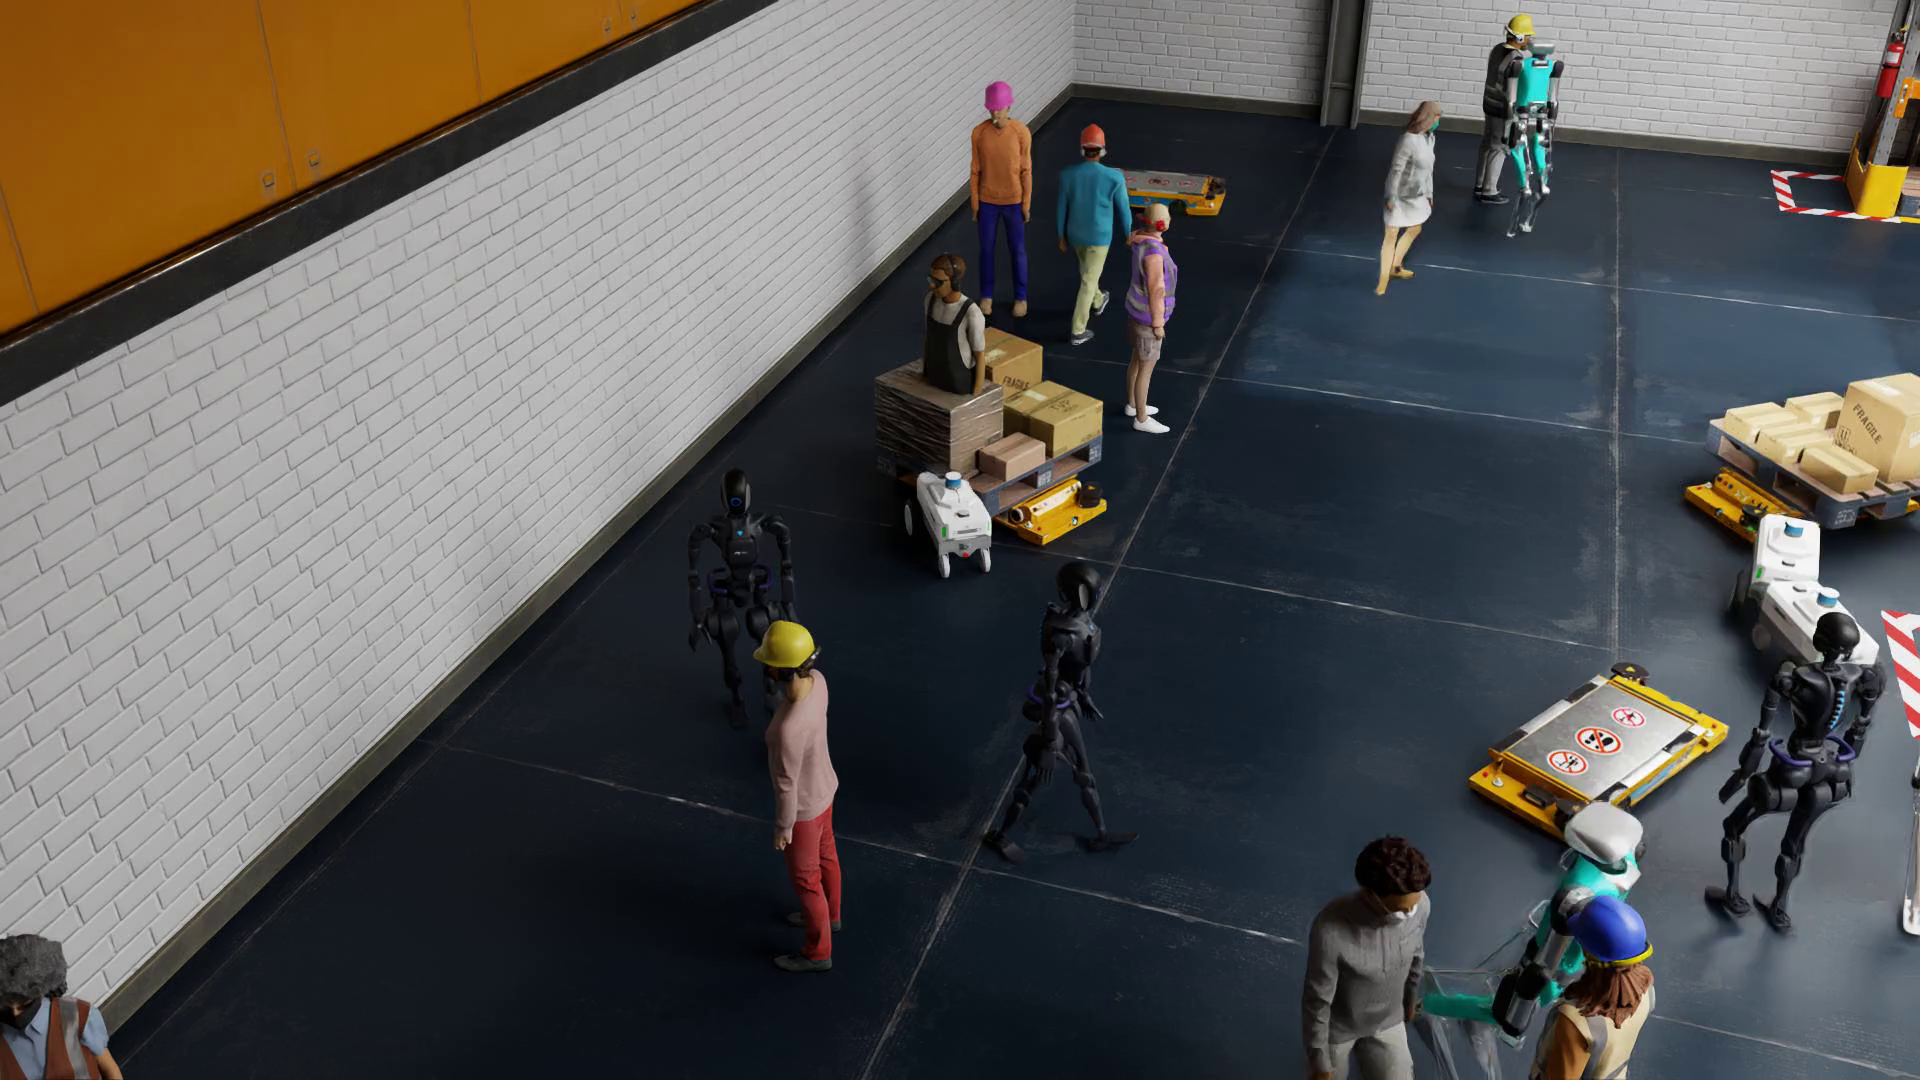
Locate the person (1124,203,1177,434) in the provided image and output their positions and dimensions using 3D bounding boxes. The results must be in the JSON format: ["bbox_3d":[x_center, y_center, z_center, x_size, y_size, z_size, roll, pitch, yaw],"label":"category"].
[{"bbox_3d":[1.354,-1.596,11.934,0.345,1.694,0.482,-4,31,-6],"label":"person"}]

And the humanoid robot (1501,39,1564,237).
[{"bbox_3d":[5.357,-3.657,15.429,0.546,1.800,0.811,-6,31,-10],"label":"humanoid robot"}]

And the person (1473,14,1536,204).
[{"bbox_3d":[5.312,-4.208,16.256,0.403,1.821,0.593,-3,31,-5],"label":"person"}]

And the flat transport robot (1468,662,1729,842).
[{"bbox_3d":[3.377,1.106,8.744,1.431,0.231,0.659,-23,37,-34],"label":"flat transport robot"}]

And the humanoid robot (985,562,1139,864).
[{"bbox_3d":[0.503,0.833,7.843,0.727,1.625,0.590,11,32,18],"label":"humanoid robot"}]

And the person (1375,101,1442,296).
[{"bbox_3d":[3.832,-2.927,14.256,0.627,1.640,0.343,-22,37,-33],"label":"person"}]

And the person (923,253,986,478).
[{"bbox_3d":[-0.061,-0.982,10.740,0.329,1.843,0.512,-26,39,-37],"label":"person"}]

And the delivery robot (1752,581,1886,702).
[{"bbox_3d":[4.844,0.542,9.401,0.499,0.575,0.766,-2,31,-3],"label":"delivery robot"}]

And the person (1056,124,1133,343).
[{"bbox_3d":[1.110,-2.511,13.473,0.568,1.701,0.912,18,35,27],"label":"person"}]

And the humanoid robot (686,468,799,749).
[{"bbox_3d":[-1.121,0.374,8.618,0.590,1.632,0.712,-7,31,-12],"label":"humanoid robot"}]

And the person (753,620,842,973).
[{"bbox_3d":[-0.703,1.116,7.260,0.327,1.760,0.525,5,31,9],"label":"person"}]

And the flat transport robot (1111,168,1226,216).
[{"bbox_3d":[1.887,-3.454,16.502,1.431,0.231,0.659,7,31,13],"label":"flat transport robot"}]

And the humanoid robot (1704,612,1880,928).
[{"bbox_3d":[3.759,1.024,7.487,0.610,1.649,0.390,-4,31,-8],"label":"humanoid robot"}]

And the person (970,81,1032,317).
[{"bbox_3d":[0.331,-2.807,13.725,0.517,1.971,0.404,5,31,9],"label":"person"}]

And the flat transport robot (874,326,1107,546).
[{"bbox_3d":[0.239,-0.393,11.294,1.431,0.231,0.659,26,39,37],"label":"flat transport robot"}]

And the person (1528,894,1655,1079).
[{"bbox_3d":[2.135,1.949,5.820,0.479,1.777,0.311,-20,36,-31],"label":"person"}]

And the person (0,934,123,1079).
[{"bbox_3d":[-3.092,2.039,5.753,0.435,1.688,0.308,-14,33,-23],"label":"person"}]

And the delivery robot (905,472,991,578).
[{"bbox_3d":[-0.046,-0.160,10.607,0.499,0.586,0.773,-7,31,-12],"label":"delivery robot"}]

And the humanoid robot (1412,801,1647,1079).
[{"bbox_3d":[2.070,1.651,6.392,0.779,1.794,0.530,26,39,36],"label":"humanoid robot"}]

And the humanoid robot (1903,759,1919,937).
[{"bbox_3d":[4.530,1.059,7.433,0.542,1.860,0.661,13,33,21],"label":"humanoid robot"}]

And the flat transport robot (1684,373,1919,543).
[{"bbox_3d":[5.683,-0.315,11.162,1.431,0.231,0.659,-10,32,-16],"label":"flat transport robot"}]

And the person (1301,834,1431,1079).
[{"bbox_3d":[1.472,1.785,6.014,0.548,1.861,0.680,-9,32,-14],"label":"person"}]

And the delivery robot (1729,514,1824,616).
[{"bbox_3d":[4.981,0.169,10.064,0.499,0.603,0.792,13,33,21],"label":"delivery robot"}]
